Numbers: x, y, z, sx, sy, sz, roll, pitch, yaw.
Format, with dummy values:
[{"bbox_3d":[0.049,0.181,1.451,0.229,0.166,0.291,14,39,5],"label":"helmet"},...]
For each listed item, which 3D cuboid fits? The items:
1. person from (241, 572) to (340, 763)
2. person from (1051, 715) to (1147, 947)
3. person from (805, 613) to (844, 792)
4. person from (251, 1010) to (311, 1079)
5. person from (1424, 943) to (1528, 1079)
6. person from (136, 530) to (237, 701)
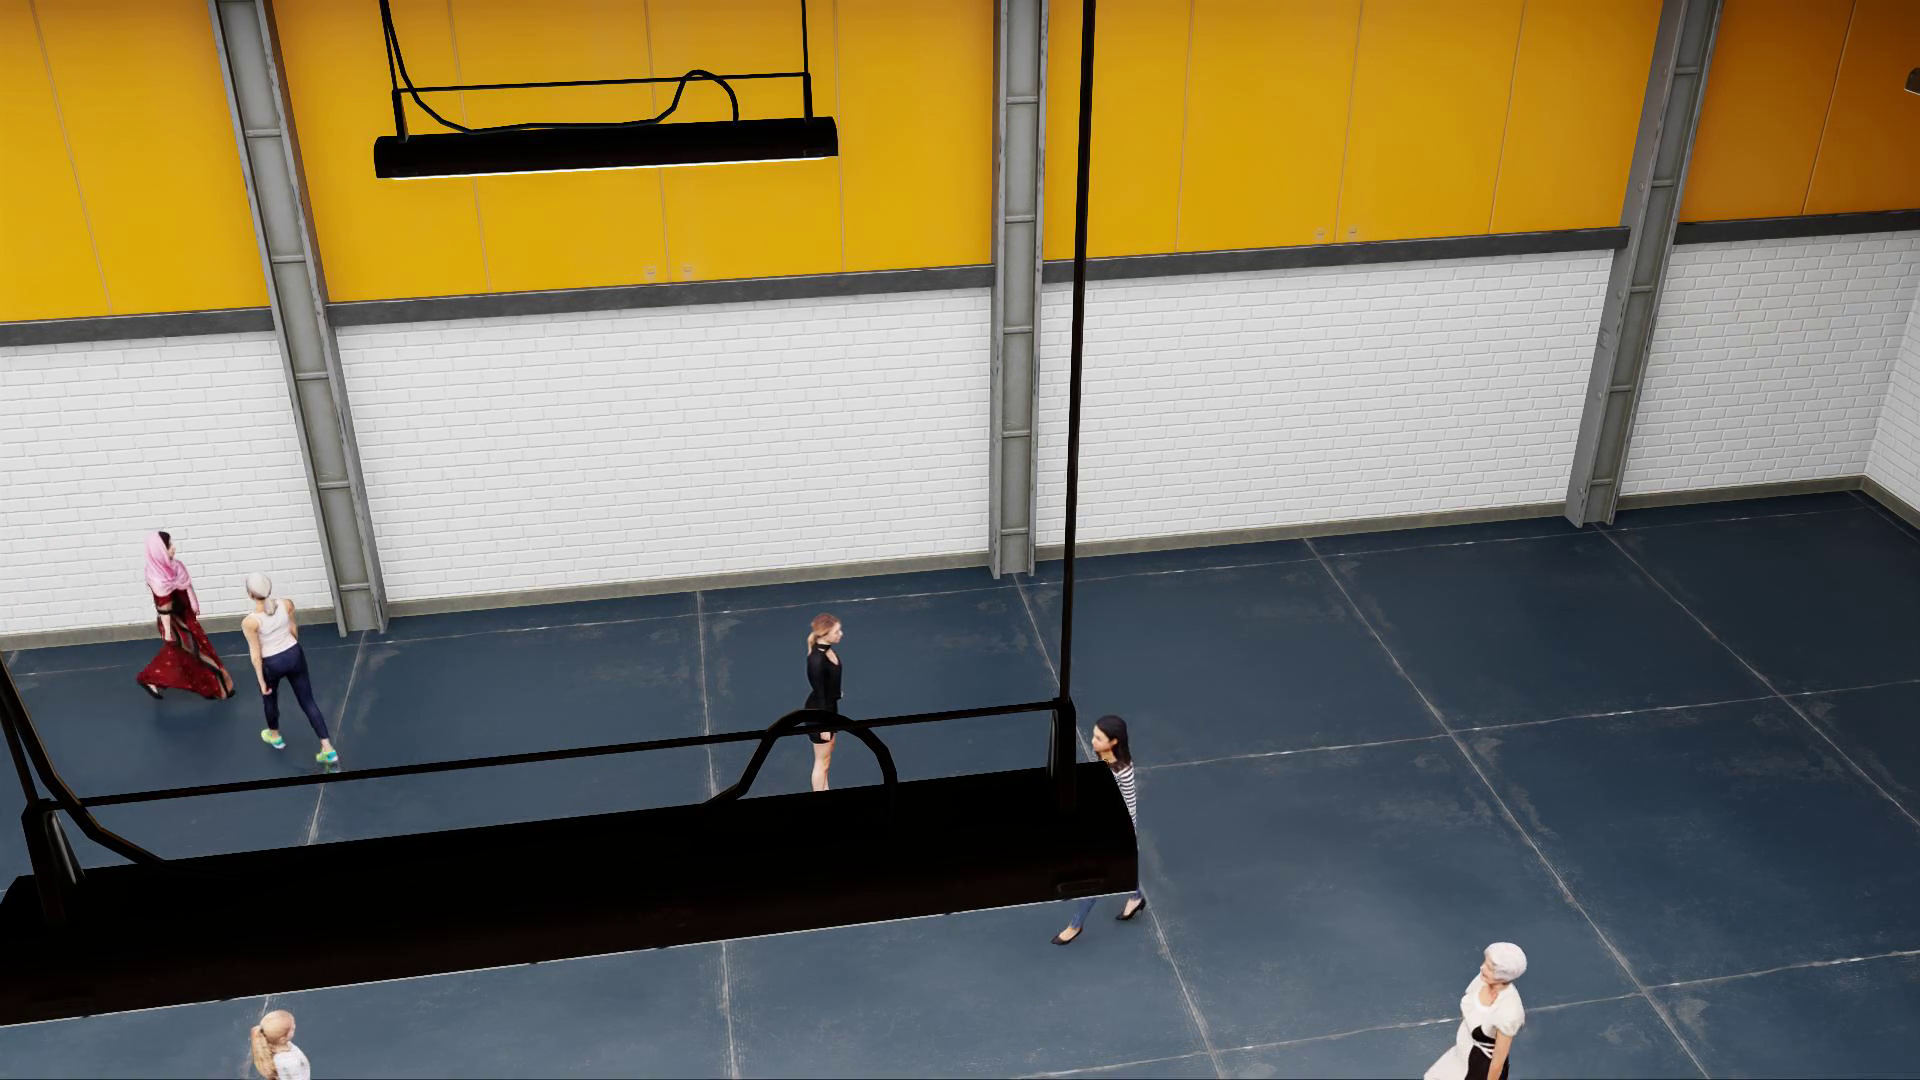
[{"bbox_3d":[-5.209,1.024,12.939,1.095,1.668,1.120,24,37,37],"label":"person"},{"bbox_3d":[1.100,1.919,11.208,1.067,1.755,0.783,-13,31,-22],"label":"person"},{"bbox_3d":[-0.994,1.302,12.325,0.583,1.767,0.619,1,29,1],"label":"person"},{"bbox_3d":[-3.822,3.177,9.404,0.670,1.274,0.734,21,35,33],"label":"person"},{"bbox_3d":[3.009,2.944,9.336,0.804,1.747,0.706,0,29,1],"label":"person"},{"bbox_3d":[-6.508,0.663,13.658,0.988,1.612,0.685,-7,29,-13],"label":"person"}]
